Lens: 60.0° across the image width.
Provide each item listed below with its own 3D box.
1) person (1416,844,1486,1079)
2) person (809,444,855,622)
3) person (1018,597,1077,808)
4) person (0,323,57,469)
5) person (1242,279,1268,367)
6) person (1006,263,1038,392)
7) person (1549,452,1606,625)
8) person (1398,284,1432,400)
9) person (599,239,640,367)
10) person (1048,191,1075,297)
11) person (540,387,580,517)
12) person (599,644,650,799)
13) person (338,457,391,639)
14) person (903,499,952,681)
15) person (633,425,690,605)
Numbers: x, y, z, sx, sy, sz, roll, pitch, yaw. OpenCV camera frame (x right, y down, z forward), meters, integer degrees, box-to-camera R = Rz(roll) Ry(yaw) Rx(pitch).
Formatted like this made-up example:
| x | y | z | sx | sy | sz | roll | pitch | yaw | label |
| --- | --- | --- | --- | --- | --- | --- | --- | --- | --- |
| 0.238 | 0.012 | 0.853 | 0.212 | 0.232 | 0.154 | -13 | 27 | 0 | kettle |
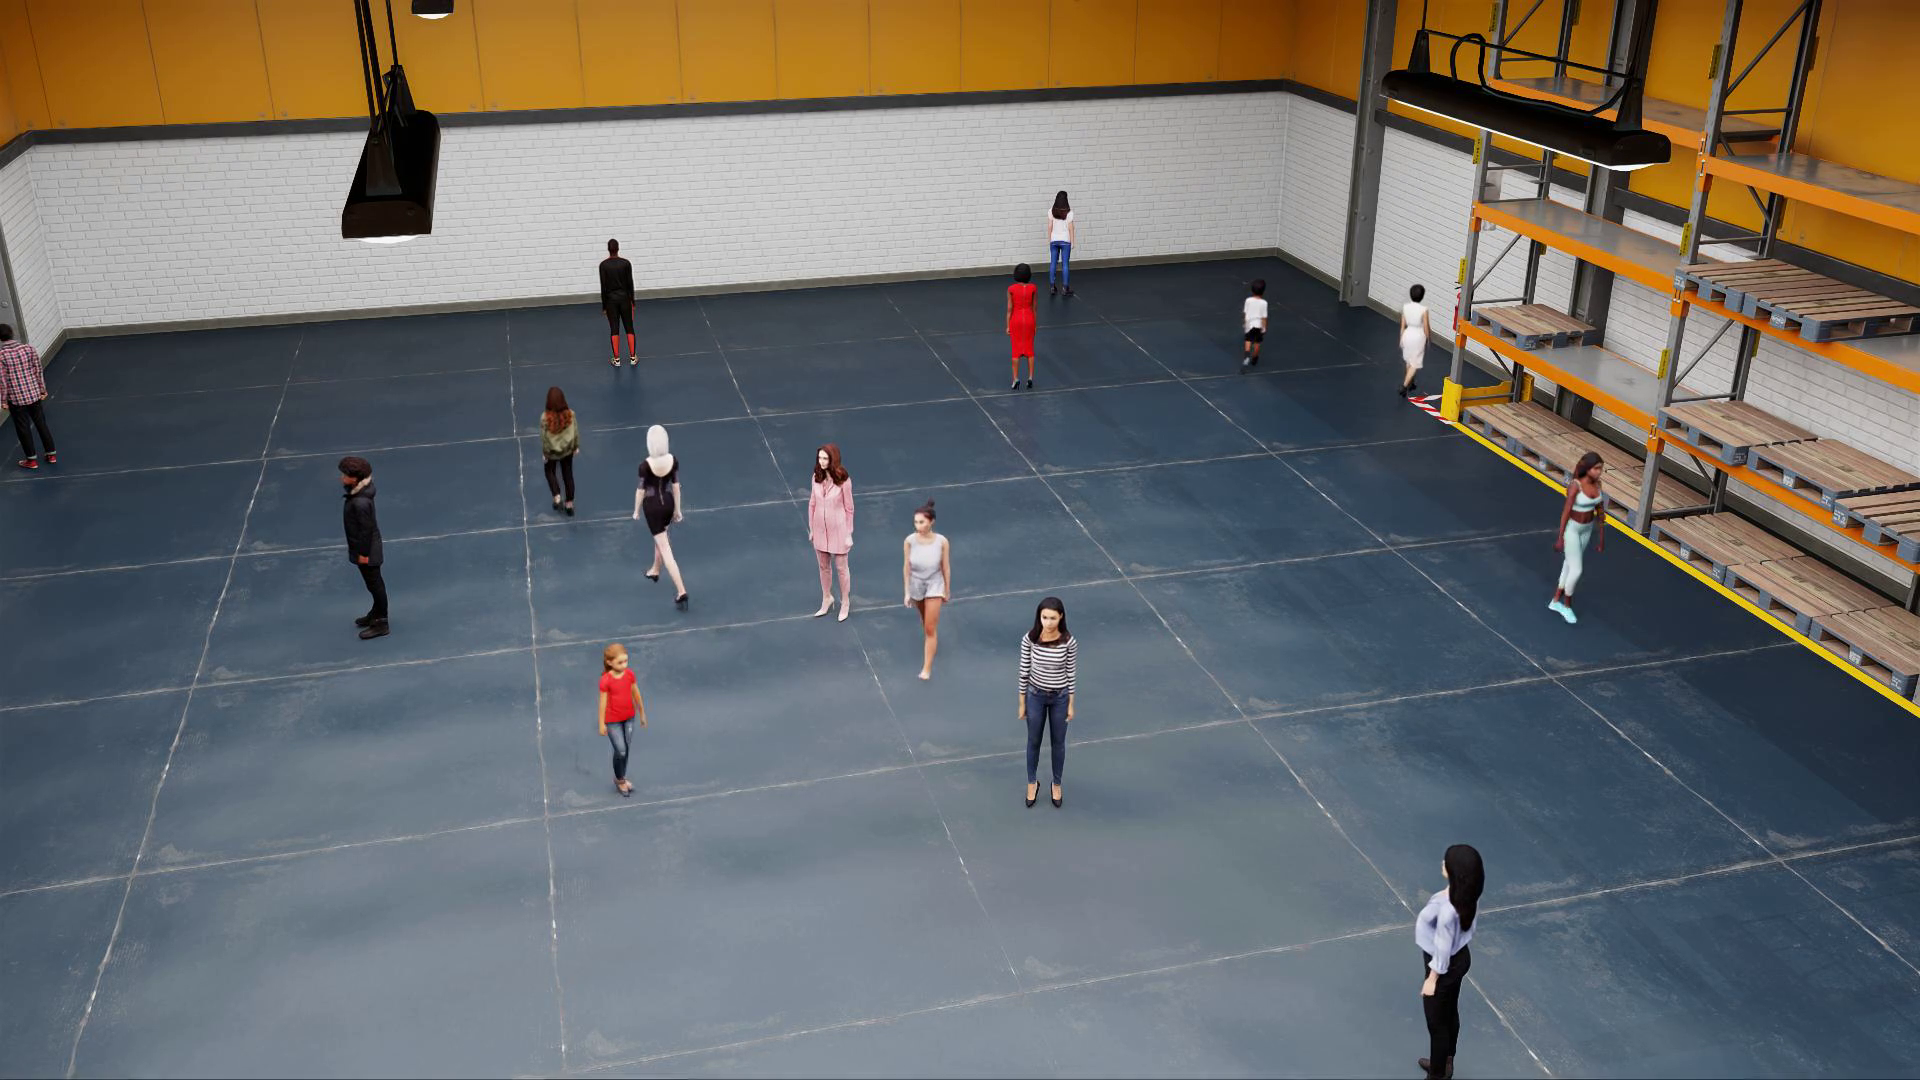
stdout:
| x | y | z | sx | sy | sz | roll | pitch | yaw | label |
| --- | --- | --- | --- | --- | --- | --- | --- | --- | --- |
| 2.915 | 2.575 | 9.967 | 0.777 | 1.744 | 0.732 | 15 | 28 | 31 | person |
| -1.221 | -0.085 | 15.981 | 0.693 | 1.801 | 0.732 | 11 | 26 | 23 | person |
| 0.681 | 1.259 | 12.912 | 0.631 | 1.797 | 0.577 | 1 | 24 | 3 | person |
| -11.160 | -1.731 | 19.796 | 0.809 | 1.760 | 0.777 | 16 | 28 | 32 | person |
| 4.141 | -3.043 | 23.436 | 0.674 | 1.249 | 0.771 | 7 | 25 | 16 | person |
| 0.842 | -2.883 | 22.453 | 0.581 | 1.743 | 0.516 | -4 | 24 | -9 | person |
| 5.901 | -0.071 | 16.060 | 0.639 | 1.711 | 0.709 | -10 | 25 | -21 | person |
| 6.020 | -2.607 | 22.087 | 0.871 | 1.530 | 0.920 | -21 | 31 | -39 | person |
| -4.820 | -3.362 | 23.470 | 0.615 | 1.808 | 0.524 | -6 | 24 | -13 | person |
| 1.625 | -4.798 | 26.908 | 0.680 | 1.684 | 0.728 | 11 | 26 | 24 | person |
| -4.409 | -0.956 | 18.394 | 0.660 | 1.464 | 0.652 | -12 | 27 | -26 | person |
| -2.743 | 1.395 | 13.217 | 0.600 | 1.303 | 0.636 | -21 | 31 | -39 | person |
| -5.605 | 0.046 | 15.708 | 0.705 | 1.780 | 0.558 | -9 | 25 | -19 | person |
| -0.296 | 0.401 | 15.153 | 0.908 | 1.574 | 1.190 | 4 | 24 | 9 | person |
| -2.898 | -0.210 | 16.290 | 0.961 | 1.782 | 1.229 | -20 | 31 | -39 | person |
